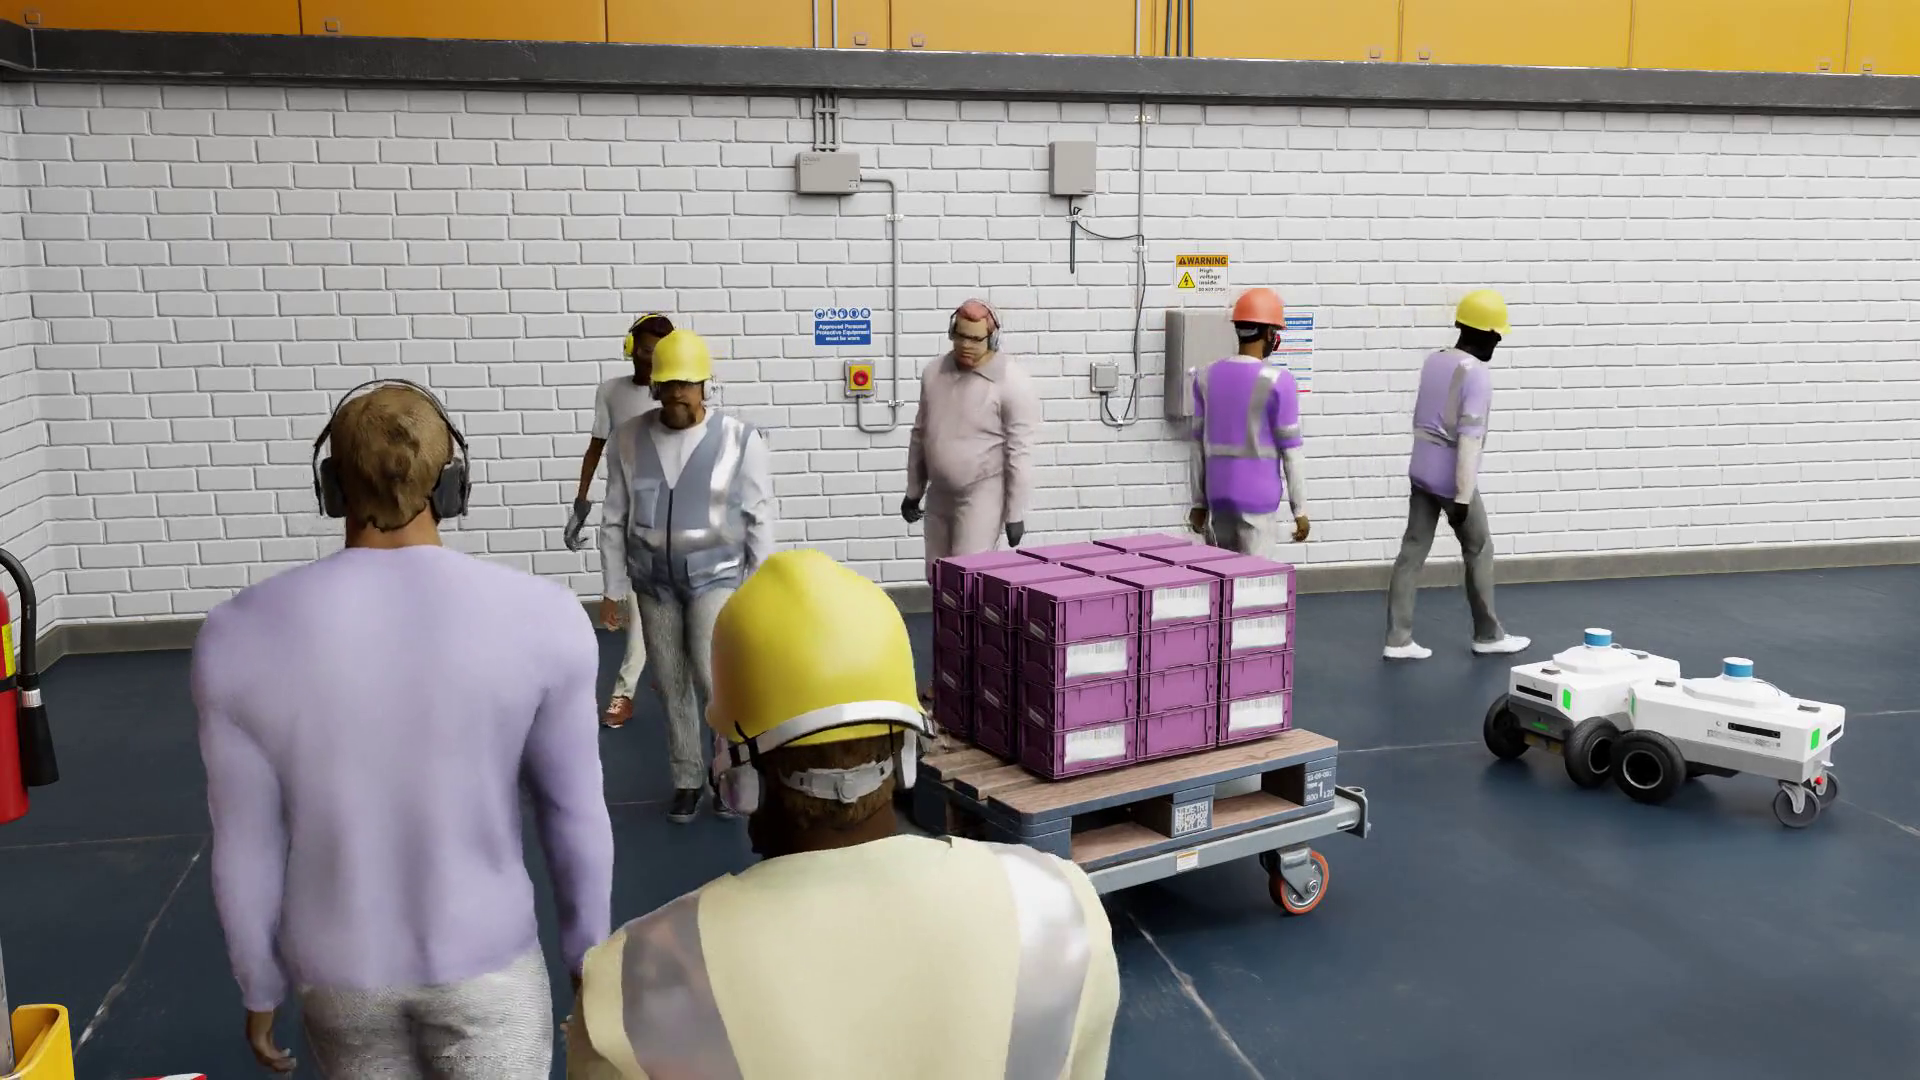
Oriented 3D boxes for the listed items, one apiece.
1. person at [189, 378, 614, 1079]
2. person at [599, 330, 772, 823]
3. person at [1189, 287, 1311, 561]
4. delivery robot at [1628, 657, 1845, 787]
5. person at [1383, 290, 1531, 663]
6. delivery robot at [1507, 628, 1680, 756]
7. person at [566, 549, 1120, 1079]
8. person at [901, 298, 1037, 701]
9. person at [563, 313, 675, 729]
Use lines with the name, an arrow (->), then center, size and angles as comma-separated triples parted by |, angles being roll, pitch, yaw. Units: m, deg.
person -> -0.886, 0.699, 2.718 | 0.632, 1.919, 0.708 | -2, 10, -12
person -> -0.997, 0.147, 6.034 | 0.606, 1.813, 0.428 | 2, 10, 9
person -> 1.321, -0.193, 7.663 | 0.455, 1.911, 0.556 | -8, 13, -39
delivery robot -> 2.921, 0.688, 6.276 | 0.707, 0.478, 0.477 | 9, 14, 42
person -> 2.546, -0.309, 8.376 | 0.902, 1.870, 0.634 | -4, 11, -20
delivery robot -> 2.576, 0.602, 6.751 | 0.707, 0.478, 0.477 | -6, 12, -29
person -> -0.109, 0.919, 1.763 | 0.605, 1.814, 0.530 | -3, 11, -16
person -> 0.085, -0.206, 7.842 | 0.717, 1.871, 0.696 | 10, 14, 43
person -> -1.421, -0.127, 7.594 | 0.561, 1.818, 0.952 | 4, 11, 21
